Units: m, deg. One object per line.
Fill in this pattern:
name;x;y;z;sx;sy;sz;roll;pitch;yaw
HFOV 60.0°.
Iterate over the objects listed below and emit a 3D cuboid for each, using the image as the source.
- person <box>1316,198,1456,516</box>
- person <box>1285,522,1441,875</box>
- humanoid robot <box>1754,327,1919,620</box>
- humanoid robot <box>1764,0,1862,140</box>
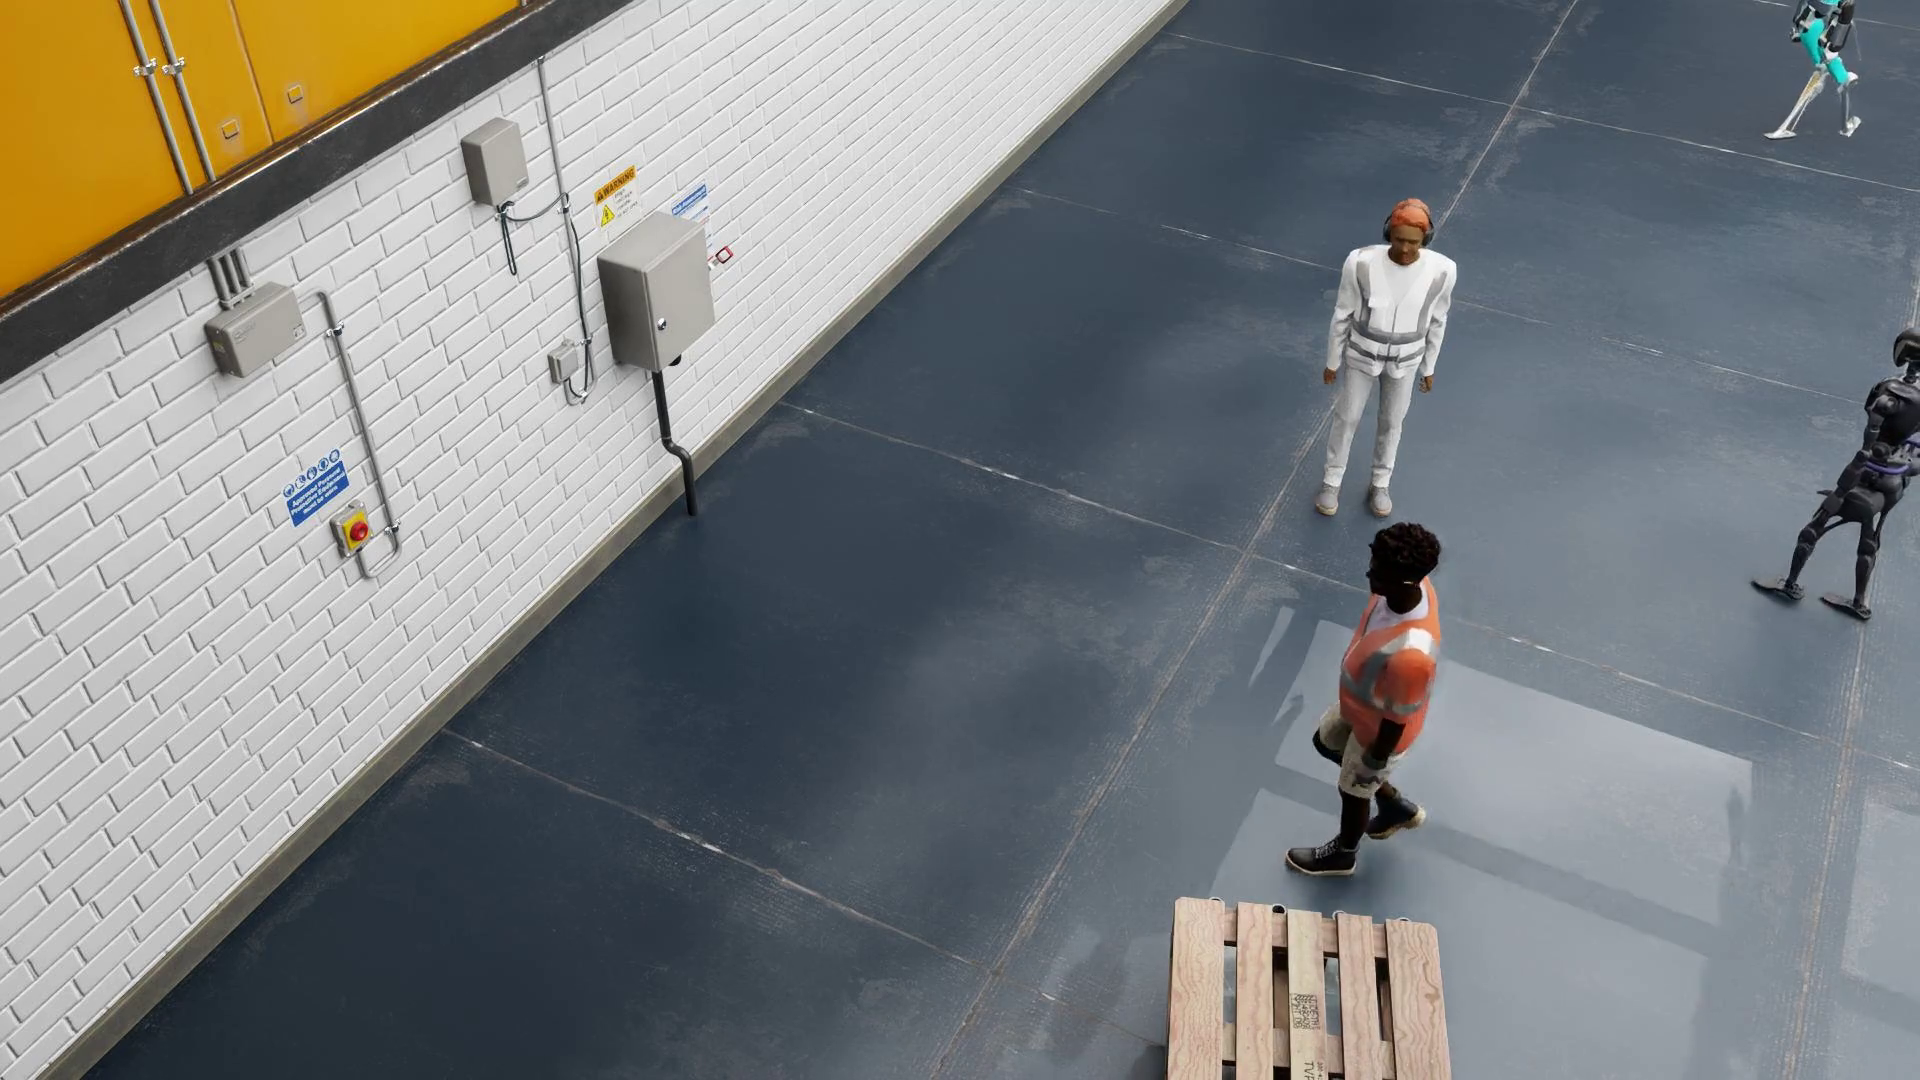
person;2.198;-0.928;8.681;0.583;1.879;0.356;6;41;7
person;1.705;0.692;6.752;0.483;1.945;0.637;5;41;6
humanoid robot;4.453;-0.322;8.135;0.590;1.641;0.549;-29;48;-29
humanoid robot;6.409;-3.662;12.013;0.871;1.841;0.547;-9;42;-10
